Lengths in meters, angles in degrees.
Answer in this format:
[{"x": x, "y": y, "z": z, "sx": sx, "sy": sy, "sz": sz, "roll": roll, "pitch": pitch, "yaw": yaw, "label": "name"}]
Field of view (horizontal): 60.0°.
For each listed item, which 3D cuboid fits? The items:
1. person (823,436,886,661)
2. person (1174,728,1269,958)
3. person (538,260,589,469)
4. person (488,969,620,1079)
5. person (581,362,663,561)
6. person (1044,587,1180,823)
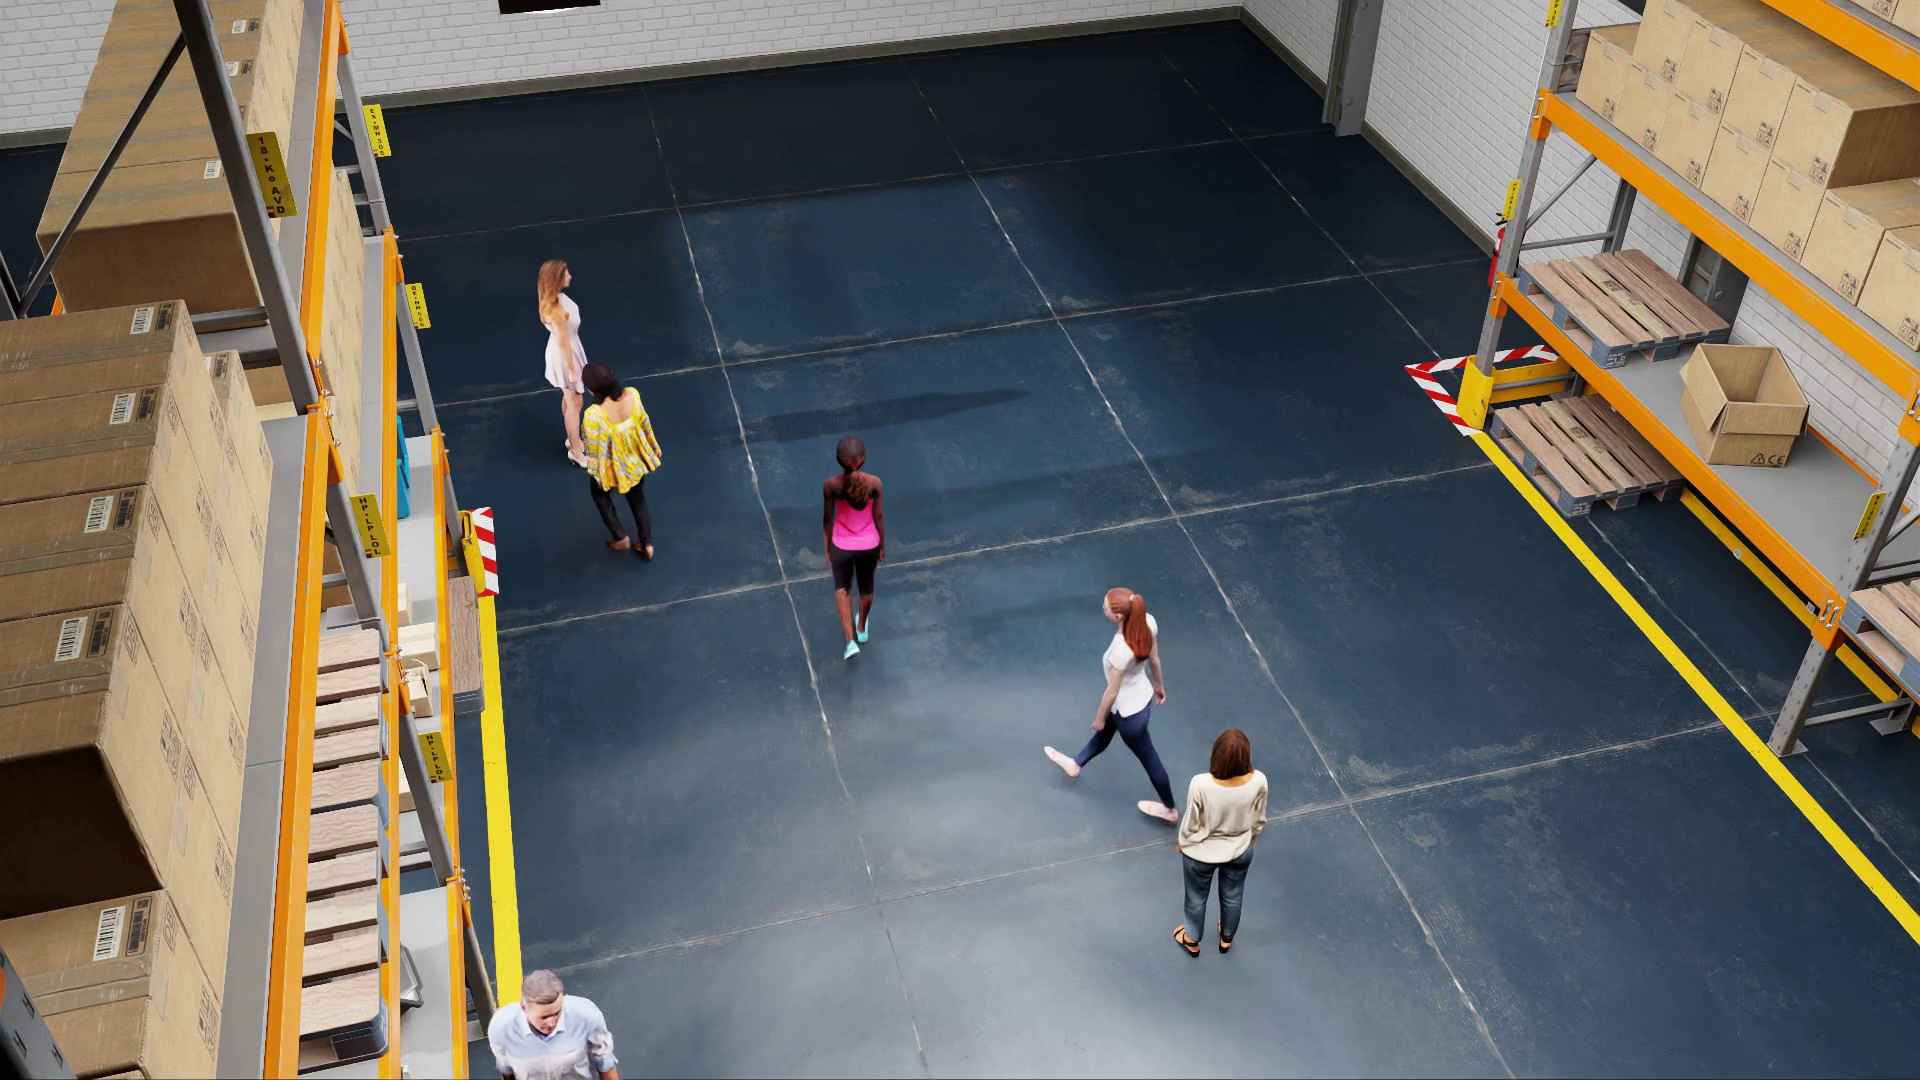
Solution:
[{"x": -0.676, "y": 0.099, "z": 10.889, "sx": 0.653, "sy": 1.710, "sz": 0.925, "roll": -3, "pitch": 39, "yaw": -3, "label": "person"}, {"x": 1.396, "y": 1.646, "z": 8.973, "sx": 0.648, "sy": 1.682, "sz": 0.572, "roll": -4, "pitch": 39, "yaw": -5, "label": "person"}, {"x": -2.989, "y": -1.347, "z": 12.653, "sx": 0.614, "sy": 1.769, "sz": 0.506, "roll": -9, "pitch": 39, "yaw": -11, "label": "person"}, {"x": -1.877, "y": 2.512, "z": 7.817, "sx": 0.694, "sy": 1.773, "sz": 1.162, "roll": -7, "pitch": 39, "yaw": -9, "label": "person"}, {"x": -2.348, "y": -0.500, "z": 11.701, "sx": 0.934, "sy": 1.632, "sz": 0.885, "roll": 29, "pitch": 47, "yaw": 31, "label": "person"}, {"x": 1.096, "y": 1.017, "z": 9.762, "sx": 1.138, "sy": 1.681, "sz": 1.119, "roll": 19, "pitch": 42, "yaw": 22, "label": "person"}]
